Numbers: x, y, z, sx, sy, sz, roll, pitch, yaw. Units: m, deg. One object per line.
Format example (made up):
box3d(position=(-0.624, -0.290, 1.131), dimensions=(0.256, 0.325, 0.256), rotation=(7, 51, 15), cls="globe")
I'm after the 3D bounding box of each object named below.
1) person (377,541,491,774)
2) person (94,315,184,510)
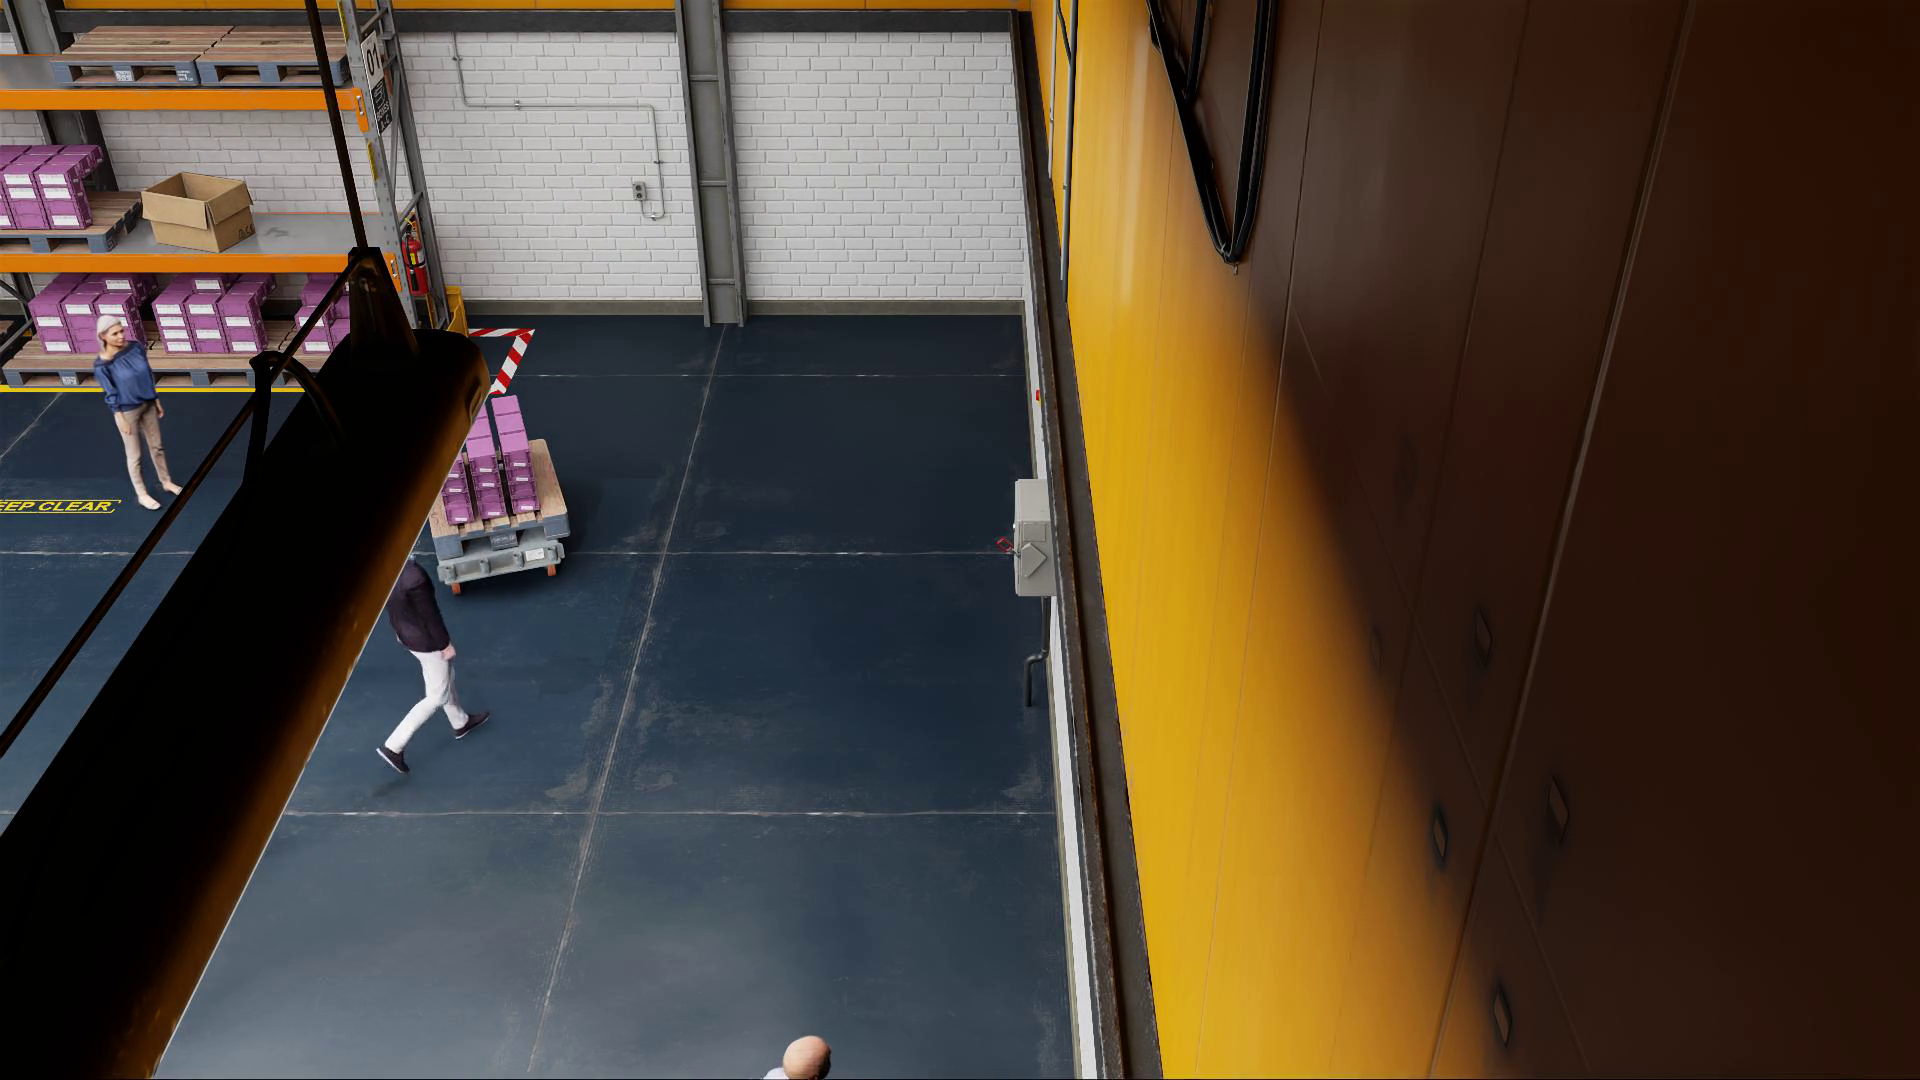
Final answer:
box3d(position=(-3.525, 0.680, 10.715), dimensions=(1.088, 1.822, 1.158), rotation=(29, 43, 36), cls="person")
box3d(position=(-6.666, -1.053, 13.436), dimensions=(0.701, 1.696, 0.695), rotation=(14, 36, 20), cls="person")
